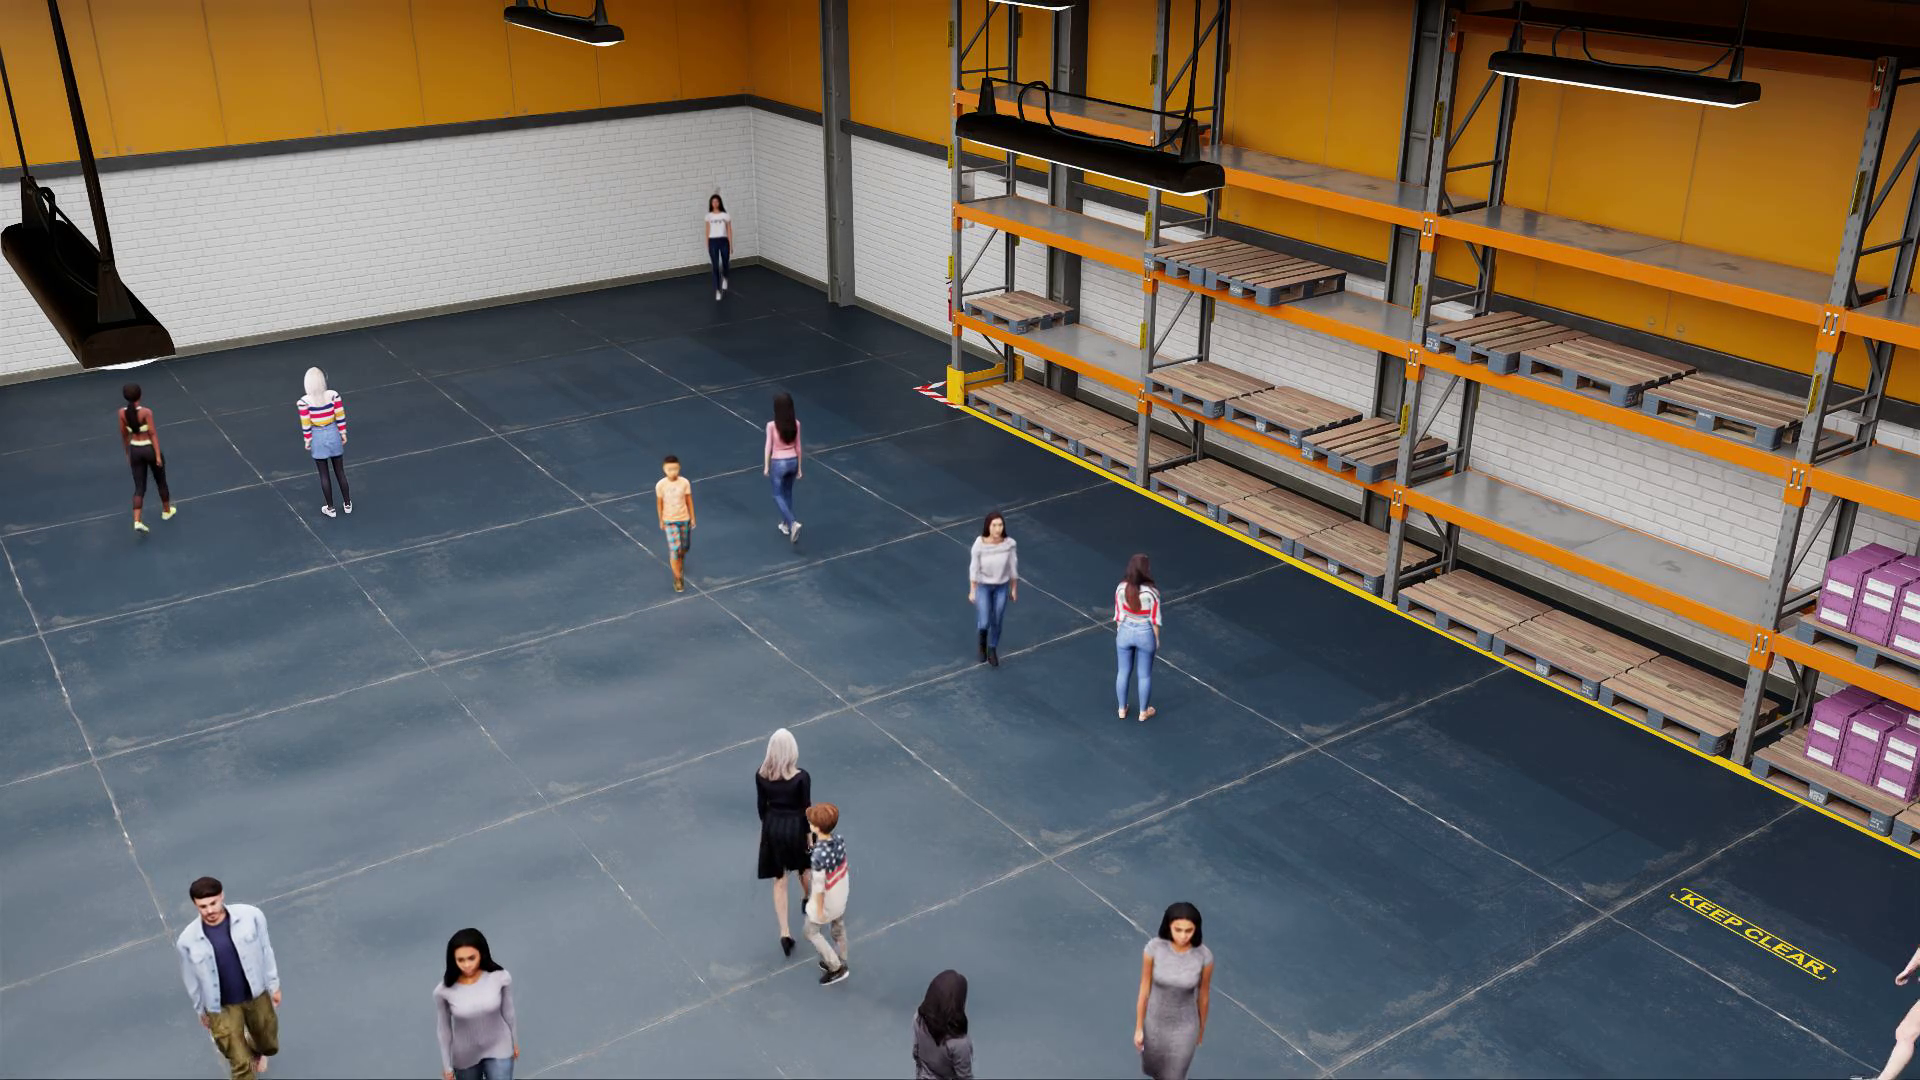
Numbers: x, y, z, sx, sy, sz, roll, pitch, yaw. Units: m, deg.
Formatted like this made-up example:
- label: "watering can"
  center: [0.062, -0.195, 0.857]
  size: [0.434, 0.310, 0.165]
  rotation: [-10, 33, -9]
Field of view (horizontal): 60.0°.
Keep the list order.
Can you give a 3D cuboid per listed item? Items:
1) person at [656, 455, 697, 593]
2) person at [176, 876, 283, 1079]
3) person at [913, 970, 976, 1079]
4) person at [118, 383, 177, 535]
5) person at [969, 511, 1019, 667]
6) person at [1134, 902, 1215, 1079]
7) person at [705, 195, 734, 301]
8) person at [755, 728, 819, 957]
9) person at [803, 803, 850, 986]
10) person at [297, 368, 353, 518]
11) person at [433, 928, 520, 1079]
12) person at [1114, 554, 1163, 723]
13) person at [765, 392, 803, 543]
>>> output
- label: "person"
  center: [-3.030, -0.225, 17.750]
  size: [0.721, 1.437, 1.000]
  rotation: [-8, 25, -17]
- label: "person"
  center: [-4.510, 2.822, 10.339]
  size: [0.665, 1.790, 0.930]
  rotation: [-15, 28, -31]
- label: "person"
  center: [-0.090, 3.222, 9.454]
  size: [0.669, 1.765, 0.870]
  rotation: [14, 27, 29]
- label: "person"
  center: [-9.333, -0.904, 18.950]
  size: [0.970, 1.720, 1.177]
  rotation: [-1, 24, -3]
- label: "person"
  center: [0.289, 0.450, 15.977]
  size: [0.708, 1.620, 0.708]
  rotation: [-4, 24, -10]
- label: "person"
  center: [1.273, 2.927, 10.137]
  size: [1.018, 1.759, 1.045]
  rotation: [5, 24, 12]
- label: "person"
  center: [-4.088, -4.990, 28.255]
  size: [0.904, 1.753, 1.169]
  rotation: [-4, 24, -9]
- label: "person"
  center: [-1.261, 2.176, 11.908]
  size: [0.978, 1.718, 1.041]
  rotation: [4, 24, 10]
- label: "person"
  center: [-0.857, 2.475, 11.580]
  size: [0.670, 1.431, 0.625]
  rotation: [13, 27, 27]
- label: "person"
  center: [-7.405, -1.157, 19.419]
  size: [0.649, 1.808, 0.502]
  rotation: [-15, 28, -31]
- label: "person"
  center: [-2.874, 3.021, 9.984]
  size: [0.811, 1.710, 1.124]
  rotation: [-8, 25, -17]
- label: "person"
  center: [1.595, 0.871, 15.022]
  size: [0.623, 1.613, 0.724]
  rotation: [9, 25, 19]
- label: "person"
  center: [-1.960, -0.797, 18.700]
  size: [0.649, 1.724, 0.980]
  rotation: [-12, 26, -25]
